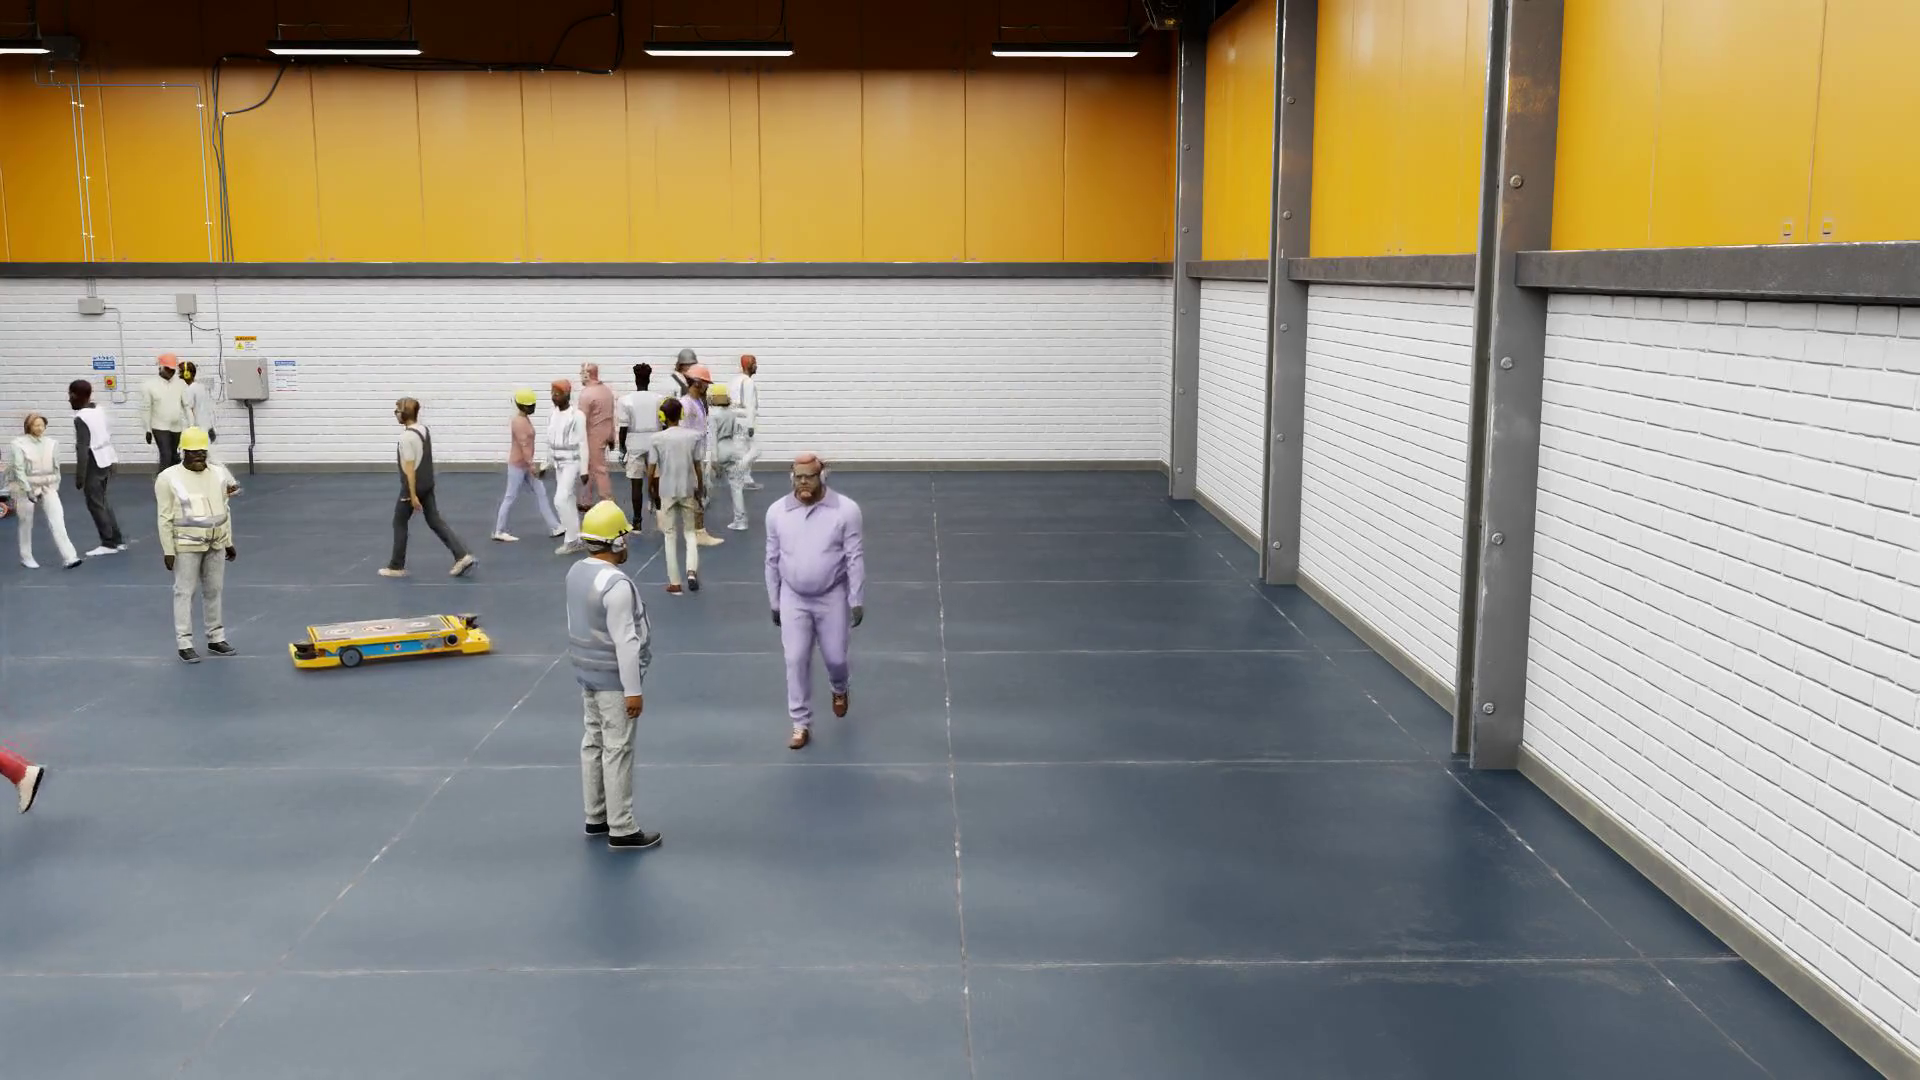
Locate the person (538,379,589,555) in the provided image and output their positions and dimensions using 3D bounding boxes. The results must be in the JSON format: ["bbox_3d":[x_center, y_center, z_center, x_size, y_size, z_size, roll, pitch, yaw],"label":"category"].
[{"bbox_3d":[-4.243,-0.762,17.653,0.578,1.868,0.583,-9,13,-44],"label":"person"}]

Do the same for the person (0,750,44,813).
[{"bbox_3d":[-5.314,0.734,8.819,0.636,1.746,0.532,-6,11,-32],"label":"person"}]

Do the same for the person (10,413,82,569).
[{"bbox_3d":[-9.233,-0.476,16.709,0.871,1.591,0.506,6,11,35],"label":"person"}]

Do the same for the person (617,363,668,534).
[{"bbox_3d":[-3.624,-1.051,19.091,0.617,1.964,0.361,-4,10,-23],"label":"person"}]

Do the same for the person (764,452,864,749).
[{"bbox_3d":[-0.931,0.356,10.722,0.655,1.884,0.678,1,9,4],"label":"person"}]

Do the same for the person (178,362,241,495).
[{"bbox_3d":[-10.128,-1.477,22.211,0.964,1.813,0.554,-1,9,-9],"label":"person"}]

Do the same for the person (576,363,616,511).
[{"bbox_3d":[-4.622,-1.241,20.510,0.815,1.876,0.680,2,10,15],"label":"person"}]

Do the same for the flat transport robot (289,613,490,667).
[{"bbox_3d":[-4.485,0.778,13.066,1.431,0.197,0.652,-4,10,-25],"label":"flat transport robot"}]

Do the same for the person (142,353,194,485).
[{"bbox_3d":[-10.427,-1.478,21.777,0.805,1.955,0.626,5,11,29],"label":"person"}]

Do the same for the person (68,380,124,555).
[{"bbox_3d":[-9.167,-0.766,17.644,0.365,1.878,0.710,-2,9,-12],"label":"person"}]

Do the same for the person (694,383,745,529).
[{"bbox_3d":[-2.844,-0.984,19.478,0.867,1.694,0.505,6,11,33],"label":"person"}]

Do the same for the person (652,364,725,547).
[{"bbox_3d":[-2.991,-0.921,18.163,0.760,2.013,0.620,1,9,4],"label":"person"}]

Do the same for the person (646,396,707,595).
[{"bbox_3d":[-2.639,-0.404,15.443,0.555,1.858,0.429,-4,10,-21],"label":"person"}]

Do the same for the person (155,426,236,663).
[{"bbox_3d":[-5.898,0.028,12.901,0.403,1.827,0.600,6,11,32],"label":"person"}]

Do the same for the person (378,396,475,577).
[{"bbox_3d":[-5.263,-0.509,16.284,0.950,1.813,0.509,2,10,14],"label":"person"}]

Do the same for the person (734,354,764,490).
[{"bbox_3d":[-2.921,-1.603,22.758,0.448,1.871,0.601,-4,10,-25],"label":"person"}]

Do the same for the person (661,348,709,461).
[{"bbox_3d":[-3.620,-1.543,21.884,0.764,2.000,0.689,8,12,41],"label":"person"}]

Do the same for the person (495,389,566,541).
[{"bbox_3d":[-4.795,-0.826,18.519,0.911,1.708,0.529,0,9,2],"label":"person"}]

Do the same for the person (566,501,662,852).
[{"bbox_3d":[-1.817,0.707,8.712,0.404,1.836,0.600,-7,12,-37],"label":"person"}]
